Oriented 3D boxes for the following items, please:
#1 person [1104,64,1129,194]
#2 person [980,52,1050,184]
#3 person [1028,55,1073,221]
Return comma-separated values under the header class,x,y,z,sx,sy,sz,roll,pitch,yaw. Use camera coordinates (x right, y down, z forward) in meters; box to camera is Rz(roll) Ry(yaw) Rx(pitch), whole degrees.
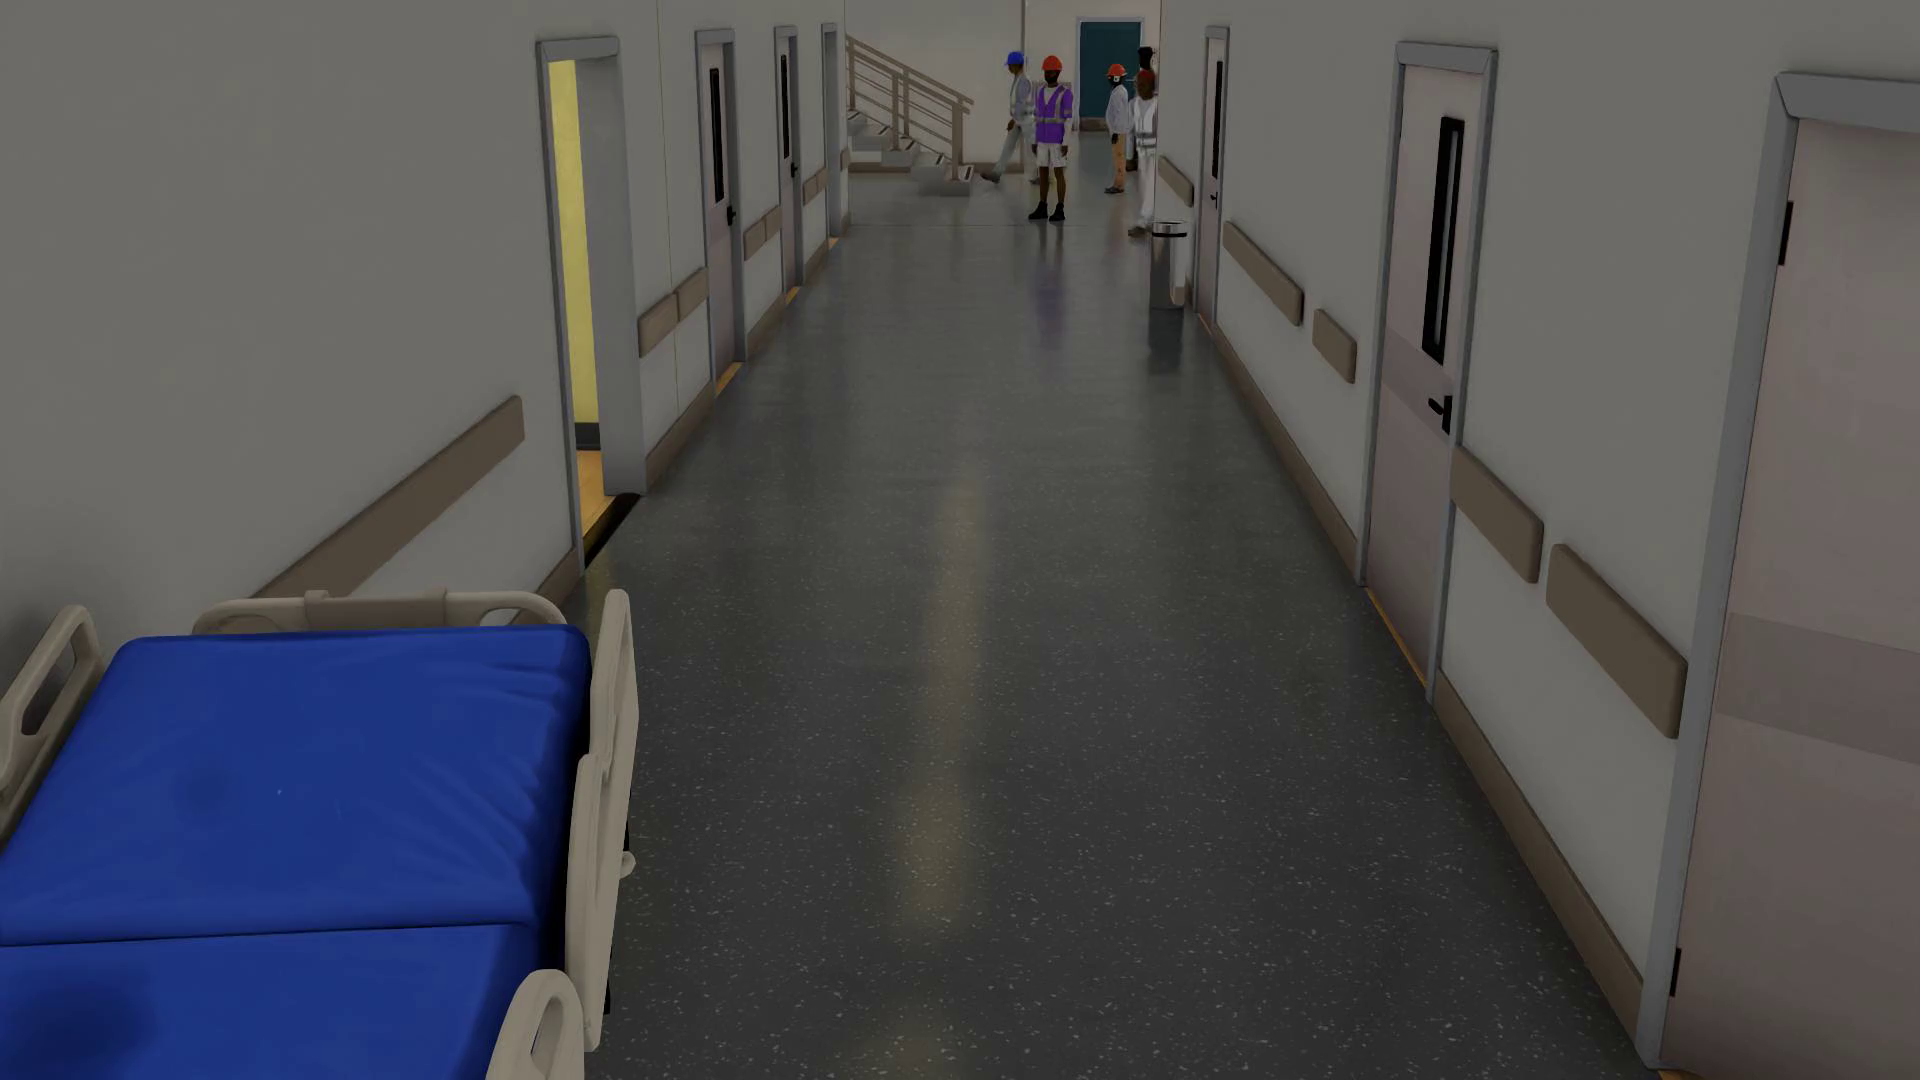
class,x,y,z,sx,sy,sz,roll,pitch,yaw
person,2.157,-5.686,23.027,0.337,1.752,0.564,3,18,10
person,0.846,-6.109,24.153,1.028,1.881,0.606,-5,18,-14
person,1.090,-4.829,20.031,0.545,1.942,0.351,13,22,36
